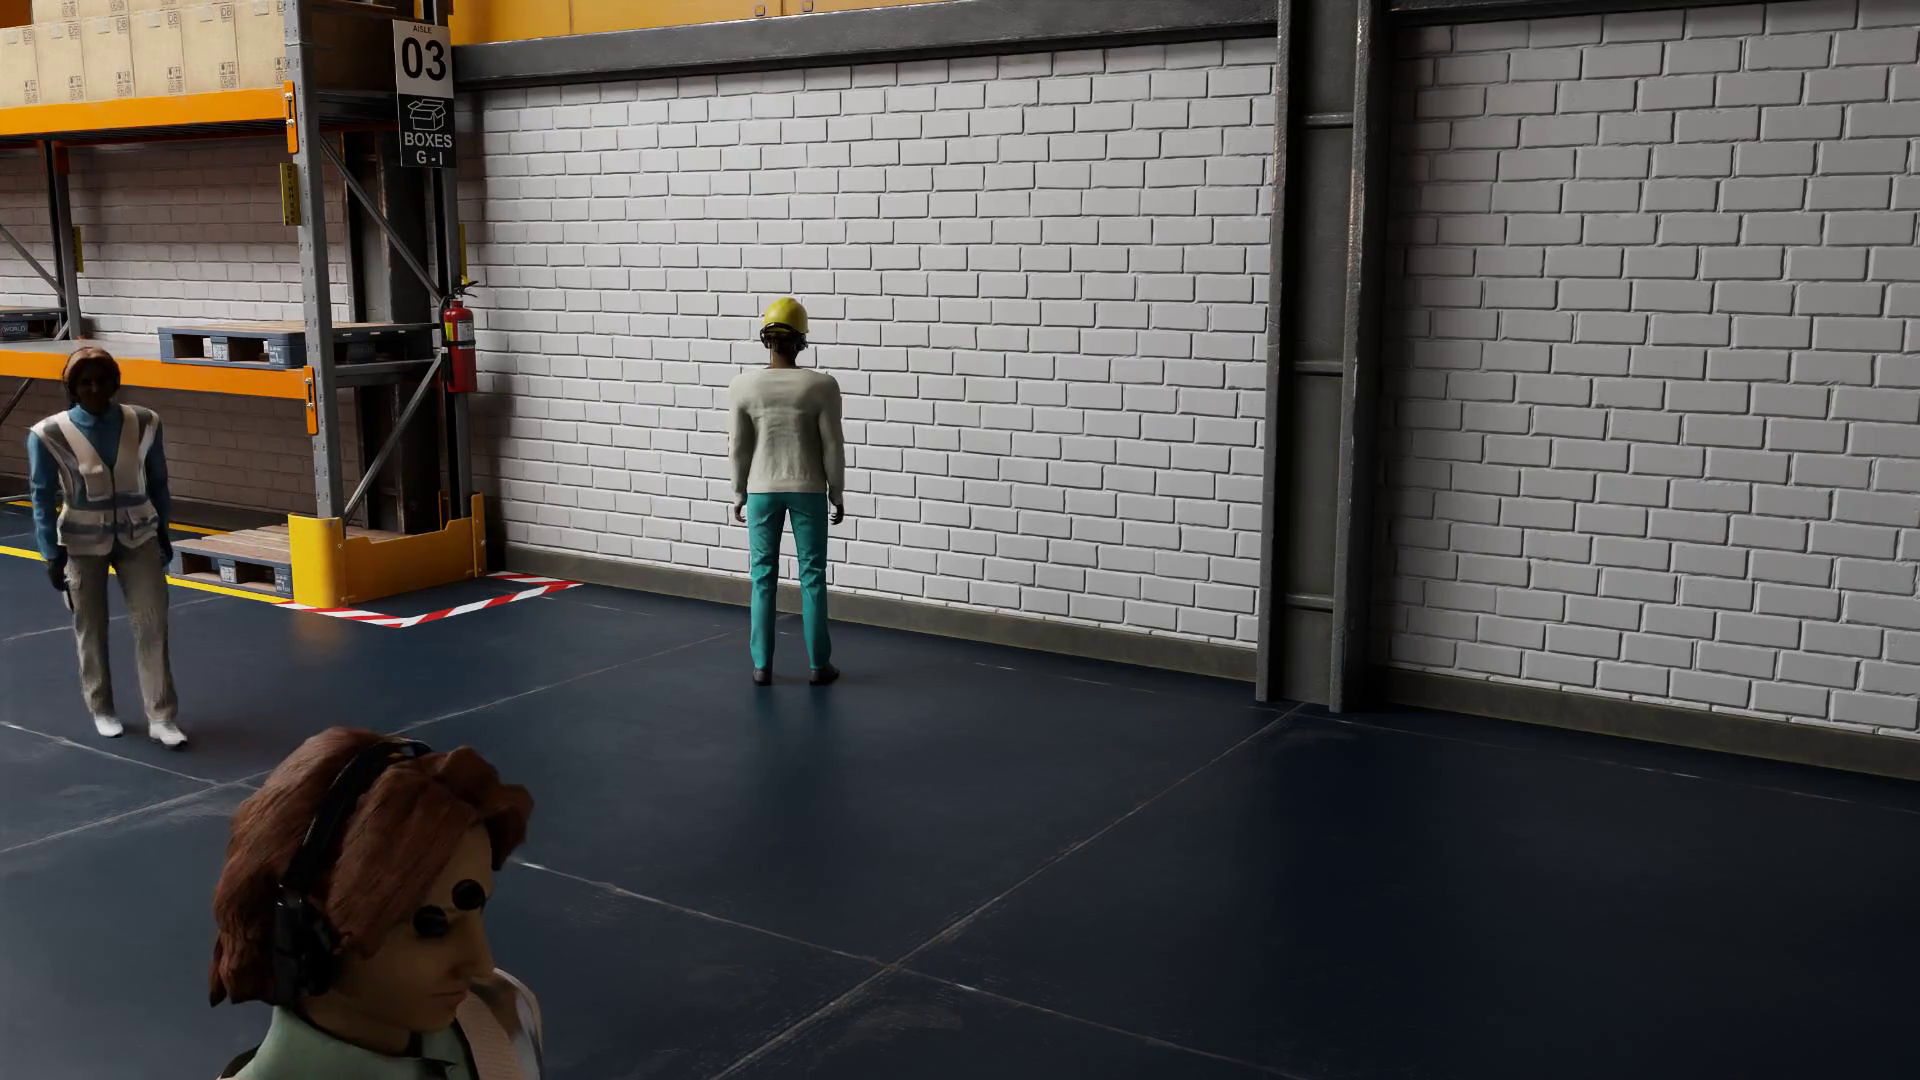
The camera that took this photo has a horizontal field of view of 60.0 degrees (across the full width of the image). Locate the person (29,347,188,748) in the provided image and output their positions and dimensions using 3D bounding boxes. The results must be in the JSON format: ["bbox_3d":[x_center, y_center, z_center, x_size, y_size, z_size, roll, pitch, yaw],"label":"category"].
[{"bbox_3d":[-3.361,0.041,6.590,0.527,1.597,0.746,-9,14,-41],"label":"person"}]

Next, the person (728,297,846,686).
[{"bbox_3d":[-0.780,-0.210,7.555,0.532,1.768,0.311,0,10,2],"label":"person"}]

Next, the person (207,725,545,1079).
[{"bbox_3d":[-0.489,0.957,1.440,0.308,1.640,0.511,3,11,14],"label":"person"}]
